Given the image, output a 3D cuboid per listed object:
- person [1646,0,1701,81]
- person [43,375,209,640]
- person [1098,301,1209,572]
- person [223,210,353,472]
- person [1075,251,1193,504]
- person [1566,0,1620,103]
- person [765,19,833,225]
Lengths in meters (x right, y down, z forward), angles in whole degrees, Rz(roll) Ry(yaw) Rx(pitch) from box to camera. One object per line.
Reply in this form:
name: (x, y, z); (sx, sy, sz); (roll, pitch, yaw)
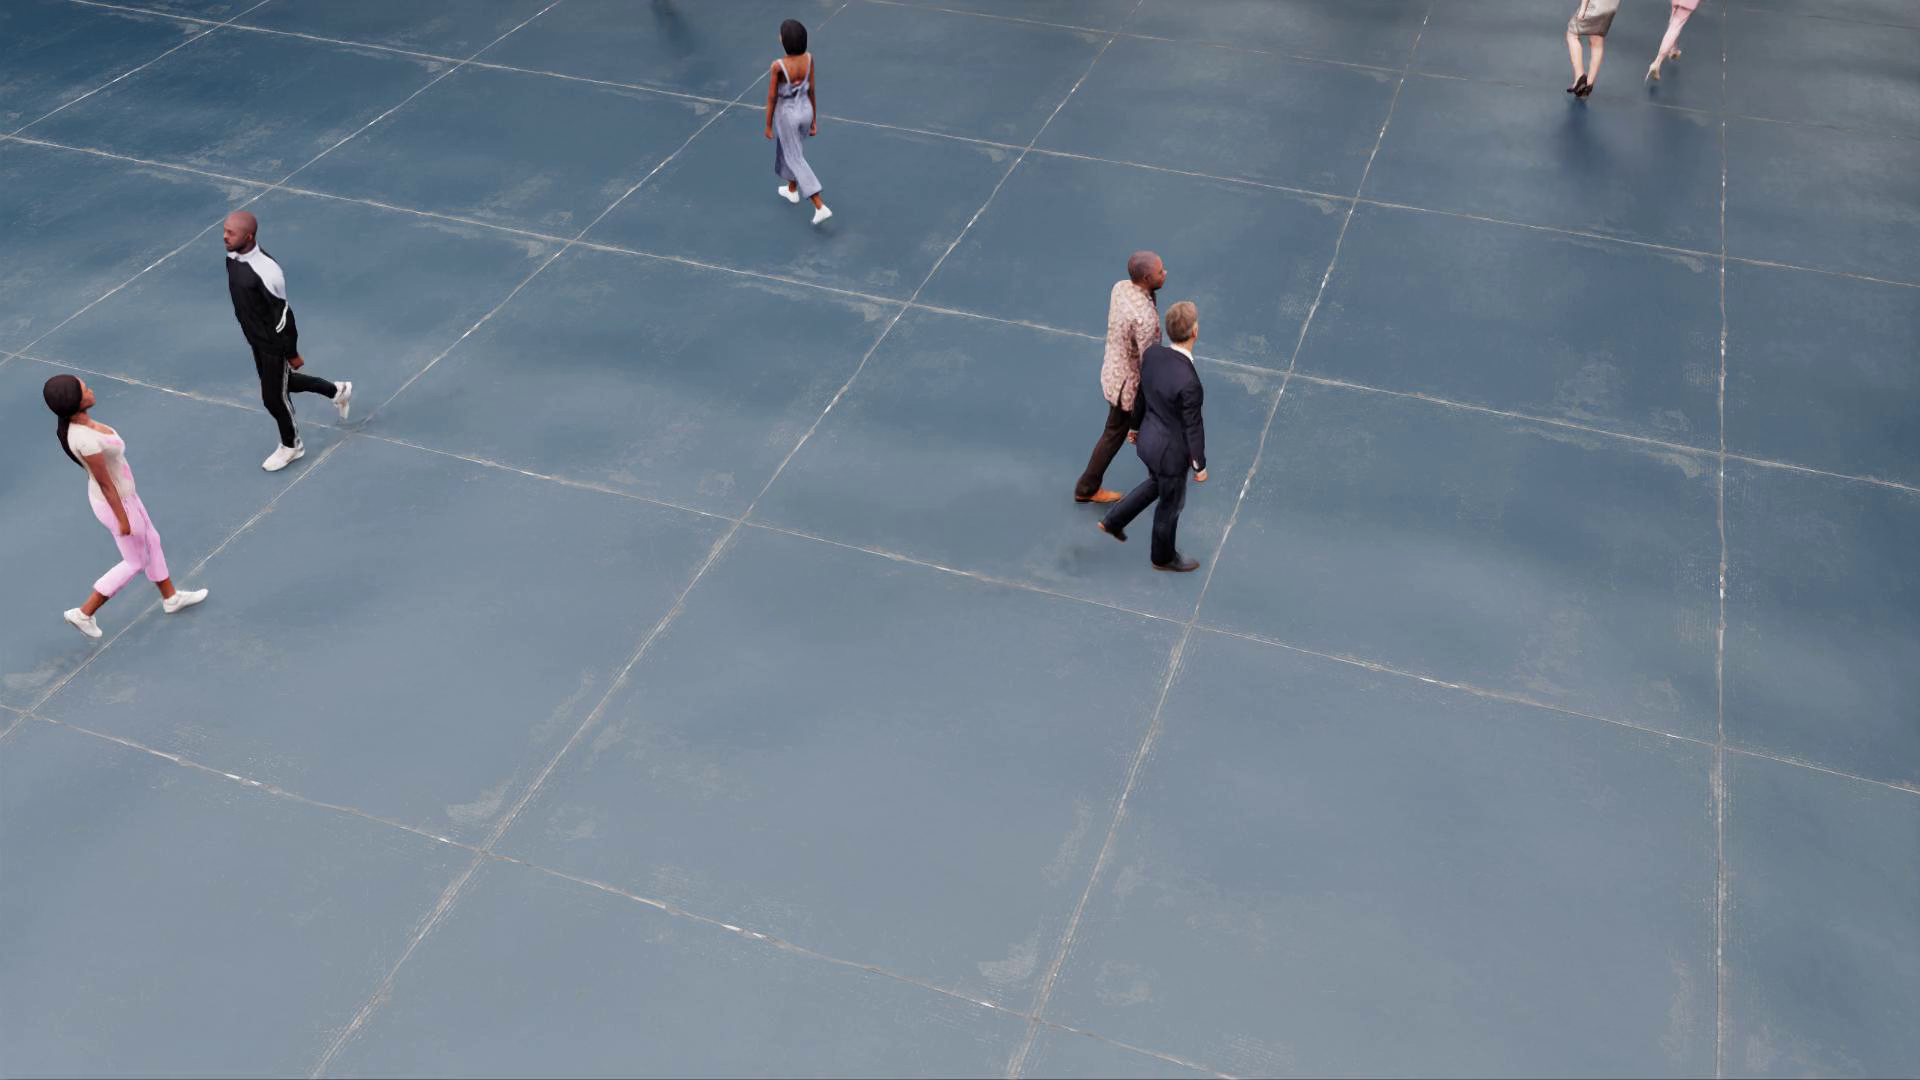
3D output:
person: (6.947, -5.286, 15.986); (1.208, 1.761, 0.939); (-32, 48, -34)
person: (-4.891, -0.165, 9.474); (1.081, 1.720, 0.901); (-27, 45, -30)
person: (1.159, -0.587, 9.947); (0.974, 1.802, 0.932); (-9, 39, -11)
person: (-4.456, -1.368, 10.944); (1.119, 1.803, 0.945); (-30, 47, -33)
person: (0.984, -0.978, 10.474); (1.101, 1.768, 1.153); (-6, 38, -8)
person: (6.024, -4.942, 15.569); (0.729, 1.733, 0.773); (-12, 40, -15)
person: (-1.312, -3.393, 13.647); (1.115, 1.661, 1.010); (-28, 46, -31)
